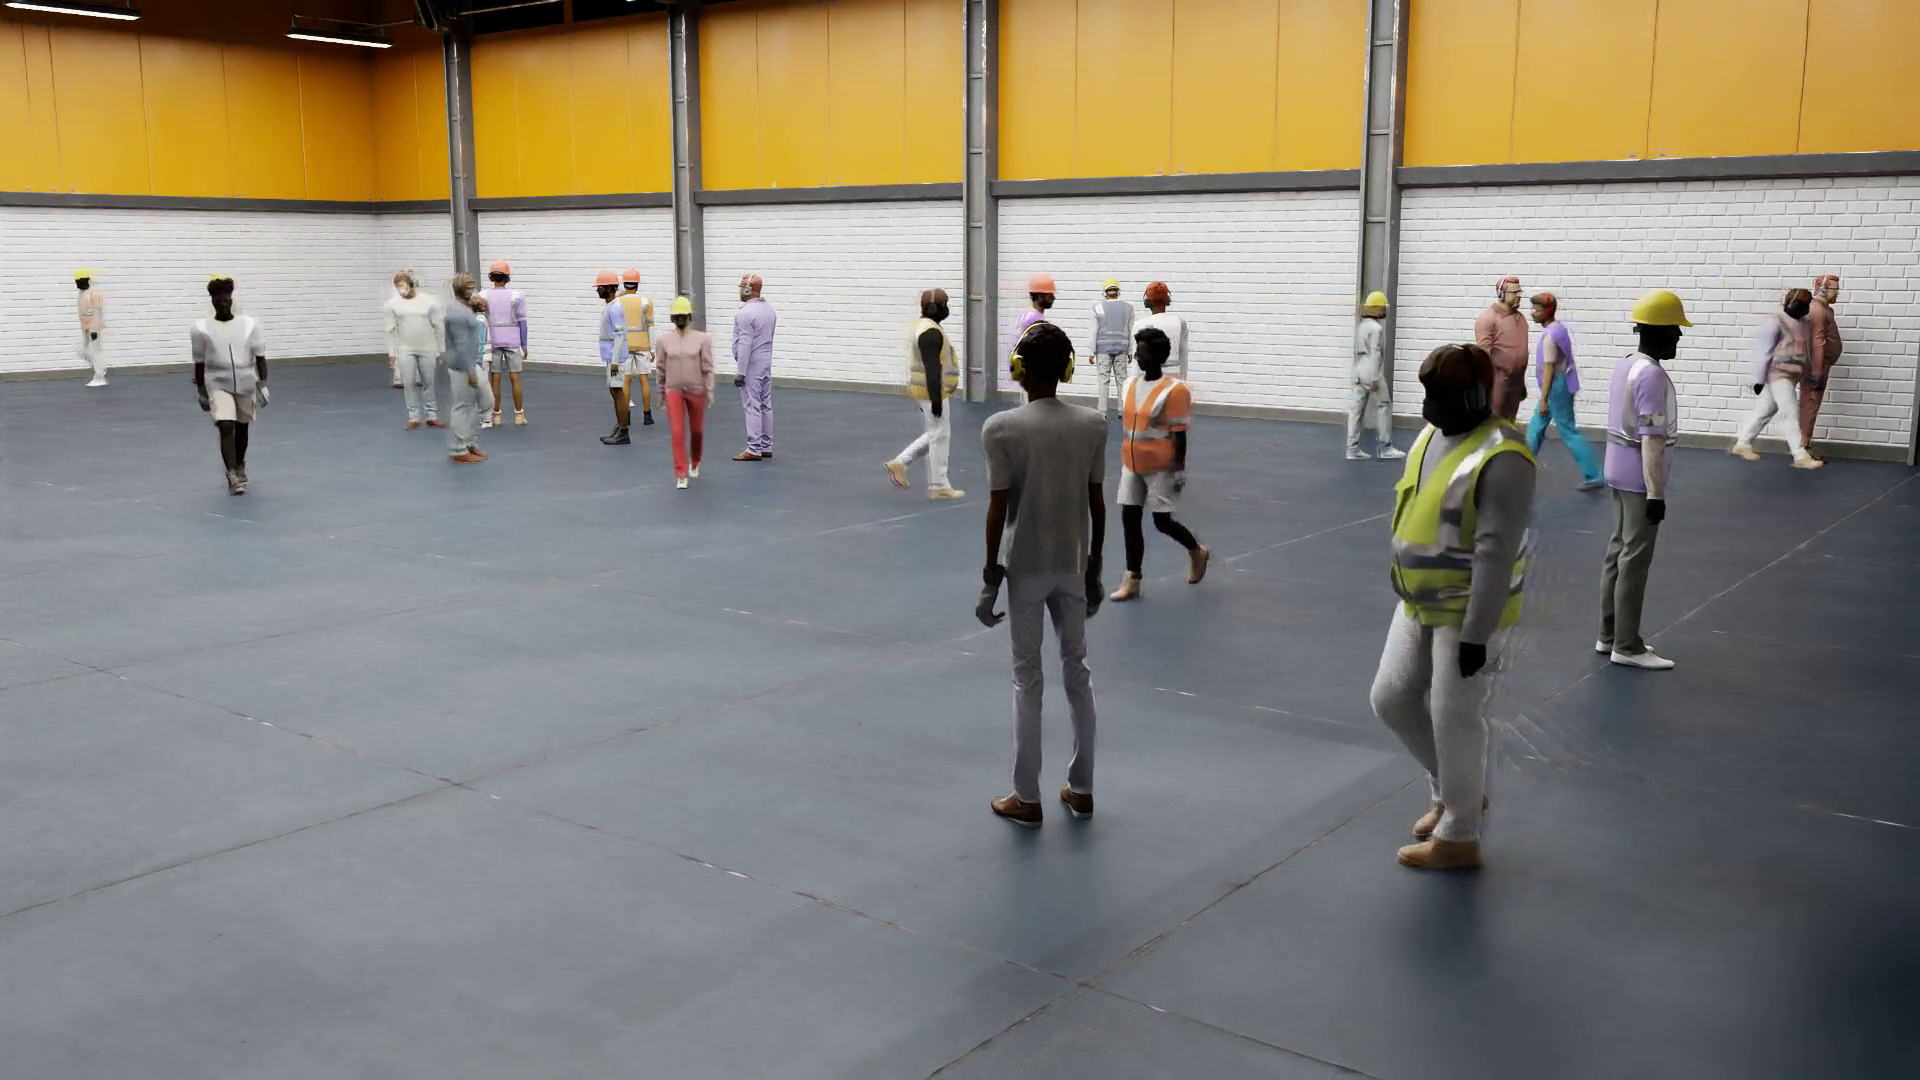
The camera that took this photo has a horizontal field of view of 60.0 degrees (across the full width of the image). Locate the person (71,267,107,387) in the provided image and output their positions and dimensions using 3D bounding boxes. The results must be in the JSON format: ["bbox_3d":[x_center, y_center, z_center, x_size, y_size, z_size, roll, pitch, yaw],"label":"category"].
[{"bbox_3d":[-13.922,-3.398,26.583,0.588,1.912,0.409,7,12,35],"label":"person"}]

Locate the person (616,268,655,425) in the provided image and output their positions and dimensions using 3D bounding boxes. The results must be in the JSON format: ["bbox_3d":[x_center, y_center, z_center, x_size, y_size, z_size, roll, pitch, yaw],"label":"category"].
[{"bbox_3d":[-4.041,-2.383,20.581,0.542,1.938,0.357,-2,10,-9],"label":"person"}]

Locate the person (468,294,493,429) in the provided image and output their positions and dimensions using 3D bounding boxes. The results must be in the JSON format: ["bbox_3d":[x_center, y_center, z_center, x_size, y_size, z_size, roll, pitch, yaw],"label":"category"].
[{"bbox_3d":[-5.837,-2.167,20.201,0.308,1.634,0.524,-3,10,-19],"label":"person"}]

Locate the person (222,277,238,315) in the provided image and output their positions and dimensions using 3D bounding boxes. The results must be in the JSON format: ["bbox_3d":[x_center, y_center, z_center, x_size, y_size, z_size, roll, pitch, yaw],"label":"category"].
[{"bbox_3d":[-13.146,-3.863,29.884,0.322,1.699,0.535,-9,13,-43],"label":"person"}]

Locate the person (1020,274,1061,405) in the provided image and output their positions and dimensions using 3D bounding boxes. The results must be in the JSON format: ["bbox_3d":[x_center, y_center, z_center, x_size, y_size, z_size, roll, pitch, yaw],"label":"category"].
[{"bbox_3d":[0.784,-1.499,15.461,0.496,1.924,0.569,0,10,-1],"label":"person"}]

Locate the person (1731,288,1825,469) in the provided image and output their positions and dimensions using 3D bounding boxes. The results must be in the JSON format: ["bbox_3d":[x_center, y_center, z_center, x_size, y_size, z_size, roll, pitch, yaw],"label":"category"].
[{"bbox_3d":[8.235,-1.630,16.682,0.633,1.790,0.996,-7,12,-35],"label":"person"}]

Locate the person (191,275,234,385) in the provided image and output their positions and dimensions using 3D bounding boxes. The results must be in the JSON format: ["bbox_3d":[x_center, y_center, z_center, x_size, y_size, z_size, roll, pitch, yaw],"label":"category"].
[{"bbox_3d":[-11.876,-3.361,26.739,0.605,1.779,0.987,9,13,43],"label":"person"}]

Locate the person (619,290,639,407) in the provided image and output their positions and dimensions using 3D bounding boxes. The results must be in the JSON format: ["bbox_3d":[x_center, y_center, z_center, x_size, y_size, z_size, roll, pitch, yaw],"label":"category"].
[{"bbox_3d":[-4.658,-2.673,23.164,0.514,1.628,0.581,-6,11,-31],"label":"person"}]

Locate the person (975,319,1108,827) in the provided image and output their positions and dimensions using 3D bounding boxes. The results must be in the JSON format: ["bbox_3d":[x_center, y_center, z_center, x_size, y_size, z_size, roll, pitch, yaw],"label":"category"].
[{"bbox_3d":[0.298,0.128,6.154,0.521,1.873,0.335,-4,10,-20],"label":"person"}]

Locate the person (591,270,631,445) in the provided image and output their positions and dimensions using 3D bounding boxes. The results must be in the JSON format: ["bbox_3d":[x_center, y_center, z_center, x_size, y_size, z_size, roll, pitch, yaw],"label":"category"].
[{"bbox_3d":[-3.881,-2.025,18.496,0.372,1.935,0.551,-3,10,-16],"label":"person"}]

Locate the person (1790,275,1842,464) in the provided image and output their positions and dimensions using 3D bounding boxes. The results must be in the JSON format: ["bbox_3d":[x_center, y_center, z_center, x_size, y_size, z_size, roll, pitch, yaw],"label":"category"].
[{"bbox_3d":[8.698,-1.728,16.862,0.401,1.904,0.650,4,10,22],"label":"person"}]

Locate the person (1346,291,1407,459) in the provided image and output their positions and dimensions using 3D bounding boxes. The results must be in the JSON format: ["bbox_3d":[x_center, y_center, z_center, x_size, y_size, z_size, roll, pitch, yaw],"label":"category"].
[{"bbox_3d":[4.326,-1.687,17.125,0.711,1.717,0.507,-2,10,-10],"label":"person"}]

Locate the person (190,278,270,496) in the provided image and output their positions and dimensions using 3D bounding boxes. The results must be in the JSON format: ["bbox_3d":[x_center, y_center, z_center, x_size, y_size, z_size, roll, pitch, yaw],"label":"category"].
[{"bbox_3d":[-6.526,-1.386,14.893,0.606,1.908,1.054,-6,11,-32],"label":"person"}]

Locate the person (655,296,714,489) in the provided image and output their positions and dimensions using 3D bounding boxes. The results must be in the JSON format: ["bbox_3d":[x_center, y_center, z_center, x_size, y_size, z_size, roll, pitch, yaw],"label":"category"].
[{"bbox_3d":[-2.521,-1.372,15.260,0.524,1.739,0.803,-1,10,-8],"label":"person"}]

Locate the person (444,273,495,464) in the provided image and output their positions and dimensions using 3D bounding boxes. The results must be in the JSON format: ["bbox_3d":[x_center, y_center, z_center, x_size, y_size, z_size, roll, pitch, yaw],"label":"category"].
[{"bbox_3d":[-4.910,-1.702,16.651,0.513,1.918,0.643,-1,10,-6],"label":"person"}]

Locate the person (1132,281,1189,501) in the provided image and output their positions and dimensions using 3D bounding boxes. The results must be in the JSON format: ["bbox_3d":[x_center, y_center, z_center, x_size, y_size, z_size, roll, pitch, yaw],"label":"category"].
[{"bbox_3d":[1.697,-1.267,14.234,0.572,1.885,0.358,-6,11,-29],"label":"person"}]

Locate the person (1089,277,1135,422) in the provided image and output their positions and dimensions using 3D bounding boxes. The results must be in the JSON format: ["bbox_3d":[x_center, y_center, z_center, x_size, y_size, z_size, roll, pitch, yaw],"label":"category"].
[{"bbox_3d":[1.903,-2.384,20.916,0.586,1.823,0.403,-2,10,-10],"label":"person"}]

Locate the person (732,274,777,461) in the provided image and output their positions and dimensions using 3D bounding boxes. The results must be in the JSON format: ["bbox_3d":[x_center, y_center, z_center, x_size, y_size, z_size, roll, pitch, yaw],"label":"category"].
[{"bbox_3d":[-2.134,-1.766,17.062,0.411,1.913,0.643,3,10,19],"label":"person"}]

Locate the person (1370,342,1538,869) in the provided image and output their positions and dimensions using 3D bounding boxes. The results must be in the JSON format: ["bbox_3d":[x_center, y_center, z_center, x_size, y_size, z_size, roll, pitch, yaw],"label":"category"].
[{"bbox_3d":[1.671,0.243,5.629,0.439,1.820,0.639,-2,10,-12],"label":"person"}]

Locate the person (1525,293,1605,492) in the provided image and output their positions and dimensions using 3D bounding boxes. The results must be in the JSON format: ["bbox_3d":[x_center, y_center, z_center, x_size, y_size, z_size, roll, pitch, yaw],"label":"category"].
[{"bbox_3d":[5.294,-1.301,14.776,0.952,1.777,0.621,3,10,18],"label":"person"}]

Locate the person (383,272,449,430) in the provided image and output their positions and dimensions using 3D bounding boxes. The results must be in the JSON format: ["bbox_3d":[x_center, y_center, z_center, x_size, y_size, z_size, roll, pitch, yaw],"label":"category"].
[{"bbox_3d":[-6.529,-2.259,20.011,0.722,1.906,0.452,-4,10,-21],"label":"person"}]

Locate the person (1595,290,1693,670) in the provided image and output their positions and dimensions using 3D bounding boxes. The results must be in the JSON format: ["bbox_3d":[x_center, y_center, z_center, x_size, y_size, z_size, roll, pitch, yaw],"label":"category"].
[{"bbox_3d":[3.505,-0.310,8.536,0.366,1.926,0.594,1,10,6],"label":"person"}]

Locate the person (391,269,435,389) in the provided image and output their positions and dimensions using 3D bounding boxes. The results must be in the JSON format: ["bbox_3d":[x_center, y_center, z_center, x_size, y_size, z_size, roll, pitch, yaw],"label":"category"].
[{"bbox_3d":[-8.626,-3.331,26.262,0.788,1.877,0.646,-5,11,-25],"label":"person"}]

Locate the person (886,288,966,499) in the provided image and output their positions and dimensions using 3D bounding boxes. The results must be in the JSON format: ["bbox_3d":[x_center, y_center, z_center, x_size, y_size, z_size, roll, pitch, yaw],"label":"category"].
[{"bbox_3d":[-0.286,-1.250,14.313,0.604,1.826,0.631,0,10,-3],"label":"person"}]

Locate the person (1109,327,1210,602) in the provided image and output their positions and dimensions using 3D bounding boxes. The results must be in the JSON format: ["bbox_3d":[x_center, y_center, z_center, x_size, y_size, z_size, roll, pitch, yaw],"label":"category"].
[{"bbox_3d":[1.222,-0.465,10.177,0.661,1.678,0.540,-8,13,-39],"label":"person"}]

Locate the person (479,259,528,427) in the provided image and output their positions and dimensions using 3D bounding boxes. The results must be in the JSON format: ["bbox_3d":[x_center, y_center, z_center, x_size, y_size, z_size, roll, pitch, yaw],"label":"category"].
[{"bbox_3d":[-5.609,-2.406,20.405,0.606,2.045,0.389,-2,10,-9],"label":"person"}]

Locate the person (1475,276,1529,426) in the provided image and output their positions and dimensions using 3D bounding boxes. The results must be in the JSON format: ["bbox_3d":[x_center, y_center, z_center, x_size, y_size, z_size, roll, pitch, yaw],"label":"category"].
[{"bbox_3d":[4.964,-1.438,15.166,0.642,1.909,0.410,-8,12,-37],"label":"person"}]
